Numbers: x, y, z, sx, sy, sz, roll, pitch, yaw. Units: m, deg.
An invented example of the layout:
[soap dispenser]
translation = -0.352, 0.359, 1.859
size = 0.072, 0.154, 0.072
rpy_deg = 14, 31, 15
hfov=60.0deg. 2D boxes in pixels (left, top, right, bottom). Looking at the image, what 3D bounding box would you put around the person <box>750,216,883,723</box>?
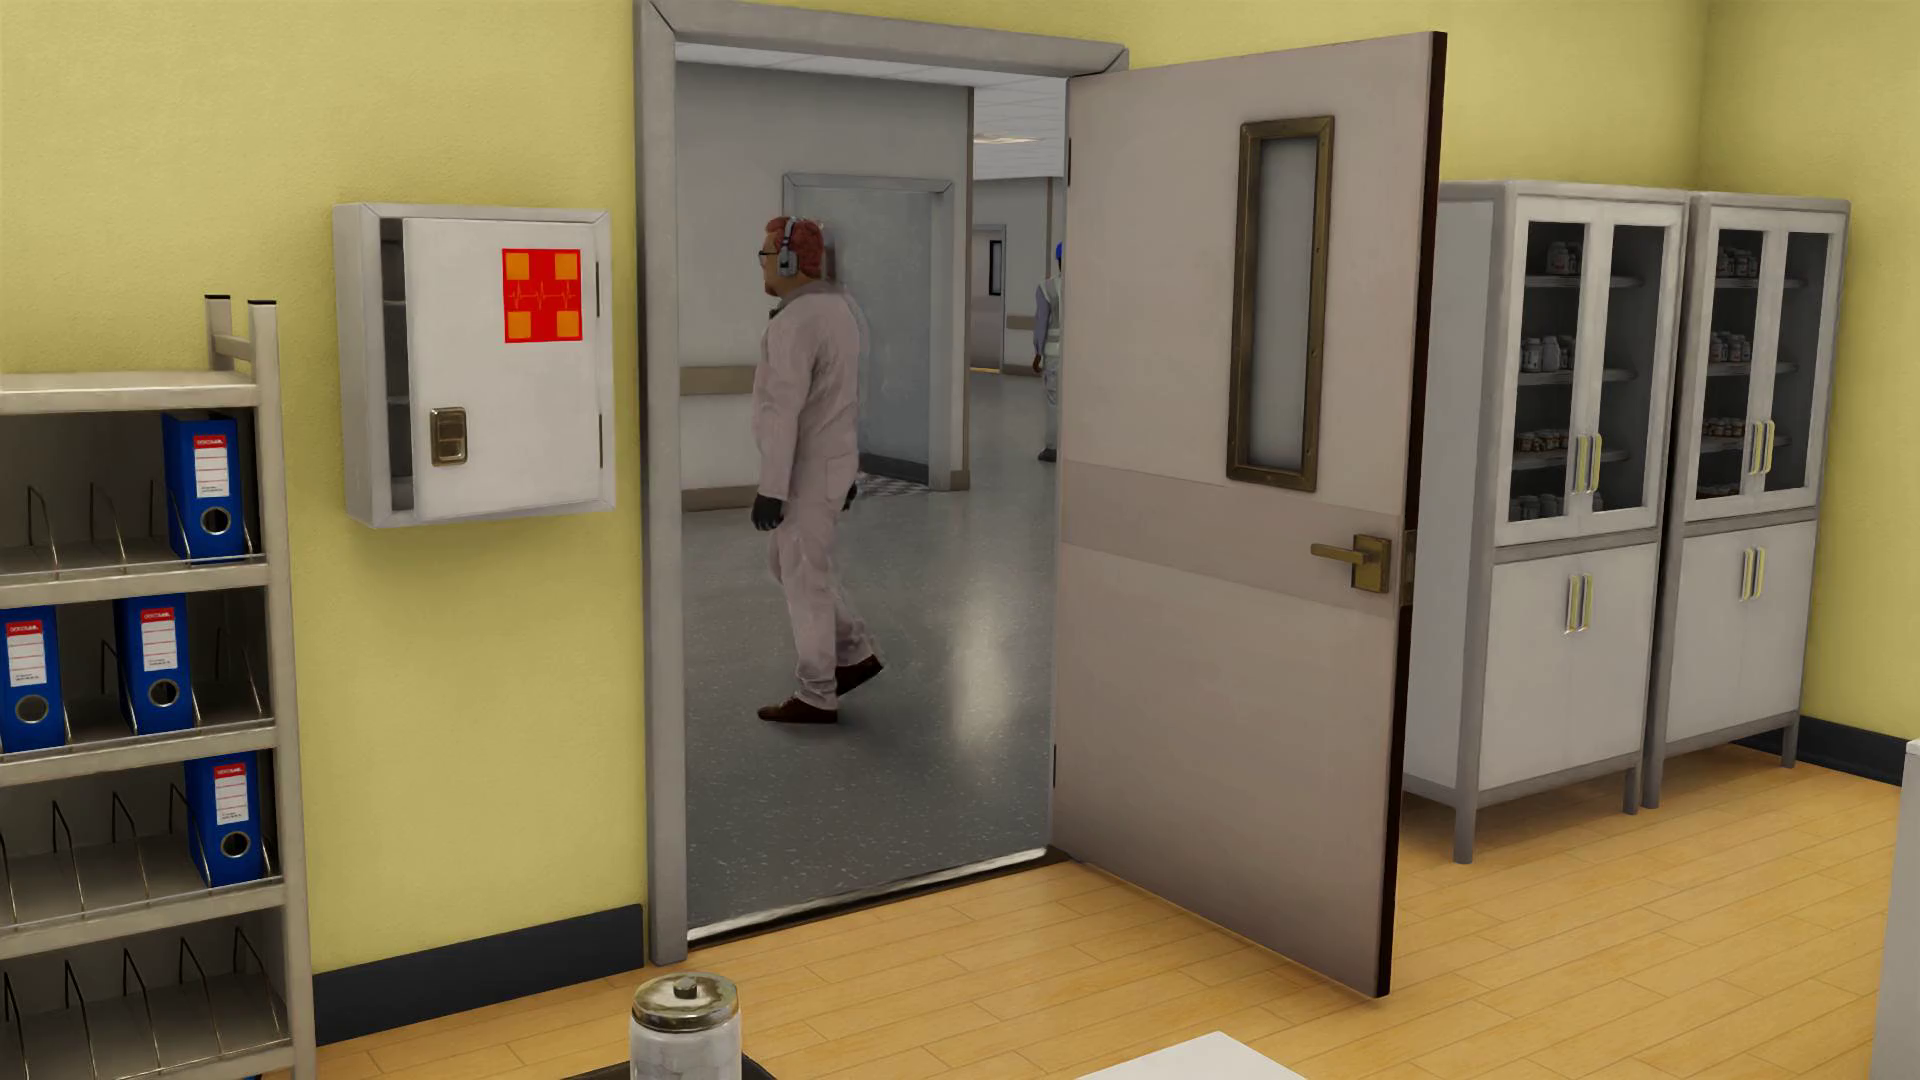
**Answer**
[person]
translation = -0.587, -0.248, 6.227
size = 0.408, 1.895, 0.648
rpy_deg = 2, 10, 7
